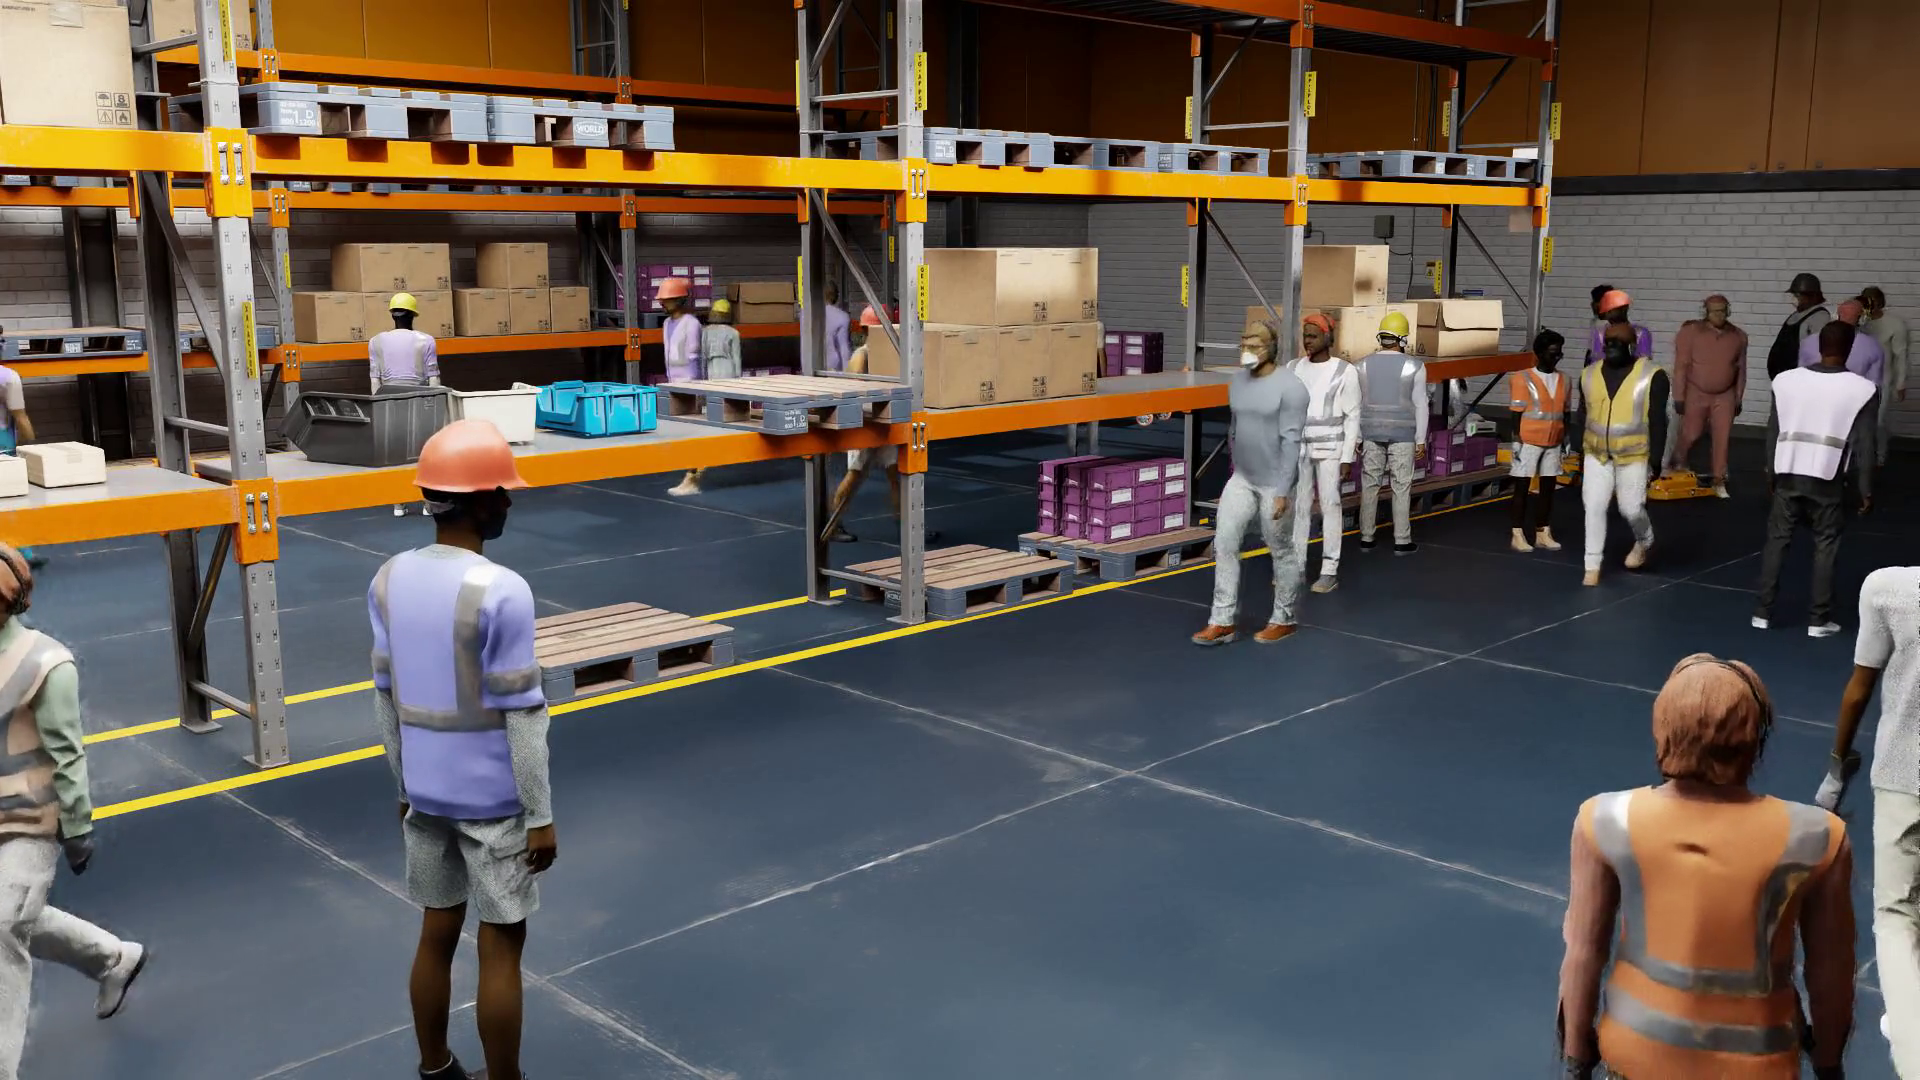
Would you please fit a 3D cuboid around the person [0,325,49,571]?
[{"bbox_3d":[-6.637,-0.607,11.572,0.580,1.804,0.889,3,11,16],"label":"person"}]

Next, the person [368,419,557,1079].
[{"bbox_3d":[-1.273,0.647,4.399,0.551,1.934,0.373,6,12,31],"label":"person"}]

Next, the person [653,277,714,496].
[{"bbox_3d":[-2.560,-1.419,15.435,0.521,2.030,0.622,-8,13,-39],"label":"person"}]

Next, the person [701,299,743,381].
[{"bbox_3d":[-2.636,-1.777,18.234,0.486,1.717,0.486,3,11,14],"label":"person"}]

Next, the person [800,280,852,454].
[{"bbox_3d":[-1.487,-1.870,18.156,0.643,1.921,0.607,5,12,27],"label":"person"}]

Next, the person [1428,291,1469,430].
[{"bbox_3d":[5.166,-1.753,17.826,0.957,1.830,0.532,7,13,34],"label":"person"}]

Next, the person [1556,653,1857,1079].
[{"bbox_3d":[1.419,1.028,3.221,0.522,1.608,0.786,6,12,30],"label":"person"}]

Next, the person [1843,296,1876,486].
[{"bbox_3d":[8.377,-1.408,15.860,0.493,1.839,0.570,-1,10,-5],"label":"person"}]

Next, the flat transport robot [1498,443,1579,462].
[{"bbox_3d":[5.832,-0.842,17.062,0.652,0.197,1.431,-3,11,-13],"label":"flat transport robot"}]

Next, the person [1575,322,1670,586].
[{"bbox_3d":[4.589,-0.602,11.523,0.644,1.828,0.674,9,14,40],"label":"person"}]

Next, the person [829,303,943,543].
[{"bbox_3d":[-0.653,-0.890,12.939,0.970,1.885,0.560,4,11,22],"label":"person"}]

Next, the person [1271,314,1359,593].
[{"bbox_3d":[2.411,-0.584,11.262,0.356,1.881,0.575,-10,14,-44],"label":"person"}]

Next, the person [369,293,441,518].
[{"bbox_3d":[-4.715,-1.143,14.213,0.586,1.917,0.380,0,10,-2],"label":"person"}]

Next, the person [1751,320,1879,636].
[{"bbox_3d":[5.140,-0.358,9.983,0.649,1.899,0.465,9,14,40],"label":"person"}]

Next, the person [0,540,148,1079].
[{"bbox_3d":[-2.600,0.760,4.653,0.558,1.603,0.655,5,11,23],"label":"person"}]

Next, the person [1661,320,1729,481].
[{"bbox_3d":[7.167,-1.360,16.296,0.846,1.584,0.501,1,10,3],"label":"person"}]

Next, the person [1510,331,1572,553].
[{"bbox_3d":[4.427,-0.746,12.671,0.533,1.690,0.338,-3,11,-15],"label":"person"}]

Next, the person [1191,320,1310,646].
[{"bbox_3d":[1.688,-0.304,9.641,0.815,1.907,0.638,-8,13,-38],"label":"person"}]

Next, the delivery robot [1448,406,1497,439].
[{"bbox_3d":[5.511,-1.212,18.052,0.477,0.478,0.707,-2,11,-13],"label":"delivery robot"}]

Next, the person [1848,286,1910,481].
[{"bbox_3d":[8.960,-1.537,16.387,0.504,1.911,0.644,-8,13,-38],"label":"person"}]

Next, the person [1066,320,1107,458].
[{"bbox_3d":[1.294,-1.664,17.254,0.517,1.843,0.325,6,12,30],"label":"person"}]

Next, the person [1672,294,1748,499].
[{"bbox_3d":[6.978,-1.361,15.540,0.654,1.880,0.806,2,11,9],"label":"person"}]

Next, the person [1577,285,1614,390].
[{"bbox_3d":[6.898,-1.758,17.693,0.900,1.892,0.645,0,10,-1],"label":"person"}]

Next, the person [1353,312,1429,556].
[{"bbox_3d":[3.248,-0.797,12.558,0.590,1.833,0.404,7,12,32],"label":"person"}]

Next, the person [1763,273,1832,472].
[{"bbox_3d":[8.320,-1.635,16.559,0.536,2.000,0.688,1,10,3],"label":"person"}]

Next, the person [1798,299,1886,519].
[{"bbox_3d":[7.223,-1.040,13.753,0.682,1.877,0.539,7,13,35],"label":"person"}]

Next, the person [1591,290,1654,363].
[{"bbox_3d":[6.302,-1.409,15.763,0.611,1.905,0.597,10,14,43],"label":"person"}]

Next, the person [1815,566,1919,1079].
[{"bbox_3d":[2.653,0.681,4.506,0.519,1.837,0.910,3,11,14],"label":"person"}]

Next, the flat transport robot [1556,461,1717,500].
[{"bbox_3d":[6.312,-0.589,15.685,0.652,0.197,1.431,-5,12,-27],"label":"flat transport robot"}]
